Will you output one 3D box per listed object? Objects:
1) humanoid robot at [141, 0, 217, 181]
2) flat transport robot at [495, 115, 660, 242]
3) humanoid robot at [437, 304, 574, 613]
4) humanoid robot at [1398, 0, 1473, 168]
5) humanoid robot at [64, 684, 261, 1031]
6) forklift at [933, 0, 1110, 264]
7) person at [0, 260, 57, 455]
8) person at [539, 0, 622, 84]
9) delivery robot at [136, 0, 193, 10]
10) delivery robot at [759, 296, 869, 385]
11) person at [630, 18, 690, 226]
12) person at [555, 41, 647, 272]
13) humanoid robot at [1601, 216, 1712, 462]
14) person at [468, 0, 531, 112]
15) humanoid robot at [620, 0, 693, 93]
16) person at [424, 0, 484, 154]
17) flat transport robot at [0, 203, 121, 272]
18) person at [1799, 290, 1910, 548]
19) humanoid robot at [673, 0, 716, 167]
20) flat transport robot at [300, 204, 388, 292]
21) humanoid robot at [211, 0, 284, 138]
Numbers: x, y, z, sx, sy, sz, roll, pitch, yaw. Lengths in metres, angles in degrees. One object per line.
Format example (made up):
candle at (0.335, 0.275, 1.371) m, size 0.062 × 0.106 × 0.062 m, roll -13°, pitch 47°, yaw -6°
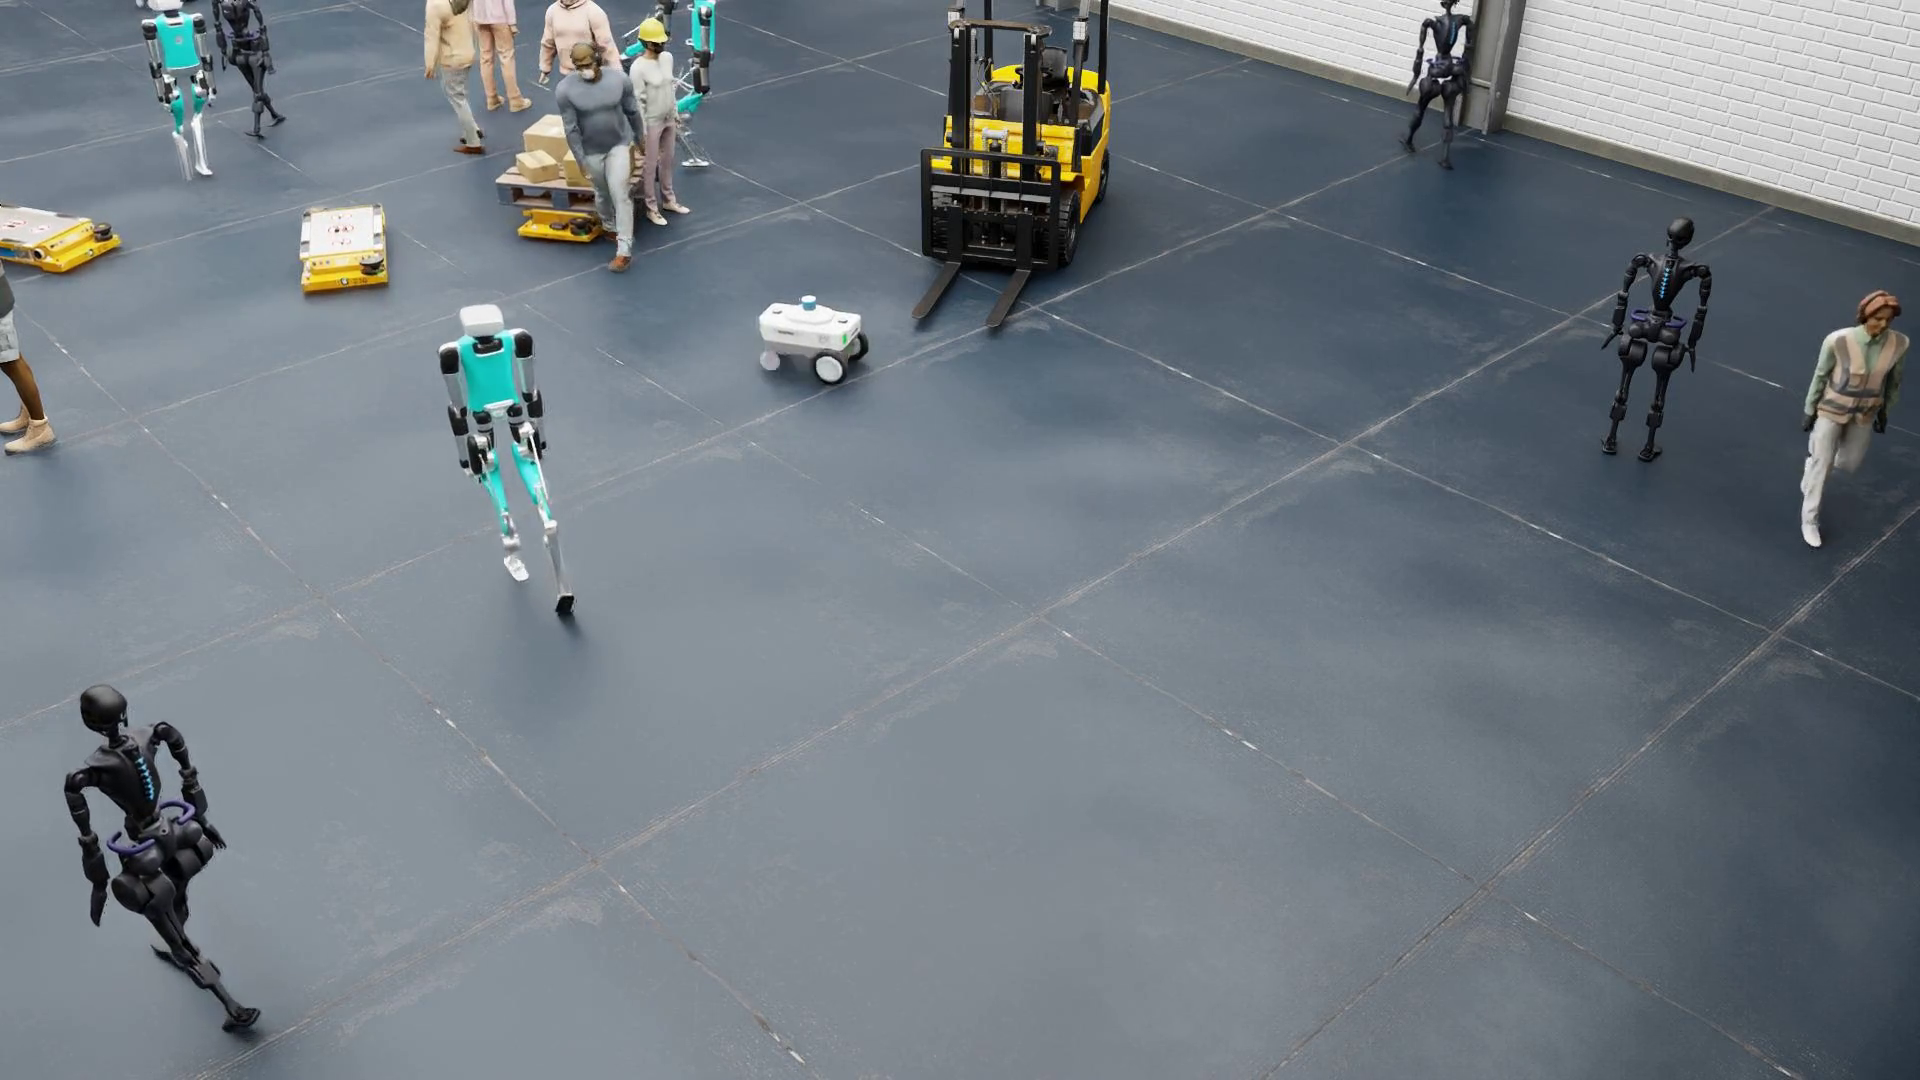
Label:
humanoid robot at (-7.088, -4.091, 15.197) m, size 0.541 × 1.855 × 0.797 m, roll -20°, pitch 38°, yaw -28°
flat transport robot at (-3.326, -3.018, 14.812) m, size 0.659 × 0.231 × 1.431 m, roll 7°, pitch 34°, yaw 11°
humanoid robot at (-2.500, -0.385, 9.440) m, size 0.544 × 1.788 × 0.932 m, roll -18°, pitch 37°, yaw -25°
humanoid robot at (4.516, -4.383, 15.656) m, size 0.600 × 1.623 × 0.774 m, roll -7°, pitch 34°, yaw -11°
humanoid robot at (-3.322, 1.321, 6.917) m, size 0.819 × 1.639 × 0.608 m, roll 17°, pitch 37°, yaw 24°
forklift at (0.570, -3.725, 14.138) m, size 1.214 × 2.155 × 2.313 m, roll 9°, pitch 34°, yaw 13°
person at (-6.417, -1.539, 10.915) m, size 0.386 × 2.041 × 0.613 m, roll -18°, pitch 37°, yaw -25°
person at (-3.499, -4.355, 15.415) m, size 0.814 × 1.856 × 0.437 m, roll 7°, pitch 34°, yaw 10°
delivery robot at (-9.842, -6.869, 20.486) m, size 0.519 × 0.614 × 0.785 m, roll 20°, pitch 38°, yaw 27°
delivery robot at (-1.078, -1.488, 12.213) m, size 0.813 × 0.610 × 0.499 m, roll 10°, pitch 34°, yaw 15°
person at (-2.589, -3.614, 14.355) m, size 0.324 × 1.766 × 0.532 m, roll 18°, pitch 37°, yaw 25°
person at (-2.908, -3.194, 13.623) m, size 0.648 × 1.879 × 0.855 m, roll -5°, pitch 33°, yaw -7°
humanoid robot at (4.541, -1.327, 10.908) m, size 0.599 × 1.657 × 0.315 m, roll 17°, pitch 37°, yaw 25°
person at (-4.734, -5.235, 16.829) m, size 0.527 × 1.782 × 0.404 m, roll 10°, pitch 34°, yaw 16°
humanoid robot at (-3.147, -5.234, 16.874) m, size 1.019 × 1.708 × 0.532 m, roll -5°, pitch 33°, yaw -7°
person at (-4.831, -4.563, 15.738) m, size 0.505 × 1.856 × 0.554 m, roll 6°, pitch 34°, yaw 10°
flat transport robot at (-7.944, -2.569, 14.122) m, size 1.431 × 0.231 × 0.659 m, roll 12°, pitch 35°, yaw 17°
person at (5.391, -0.795, 10.152) m, size 0.519 × 1.619 × 0.626 m, roll 2°, pitch 33°, yaw 3°
humanoid robot at (-2.558, -4.227, 15.335) m, size 0.742 × 1.798 × 0.539 m, roll -6°, pitch 34°, yaw -10°
flat transport robot at (-5.178, -2.482, 13.988) m, size 0.659 × 0.231 × 1.431 m, roll -9°, pitch 34°, yaw -14°
humanoid robot at (-6.991, -4.778, 16.260) m, size 0.593 × 1.623 × 0.778 m, roll 8°, pitch 34°, yaw 12°
